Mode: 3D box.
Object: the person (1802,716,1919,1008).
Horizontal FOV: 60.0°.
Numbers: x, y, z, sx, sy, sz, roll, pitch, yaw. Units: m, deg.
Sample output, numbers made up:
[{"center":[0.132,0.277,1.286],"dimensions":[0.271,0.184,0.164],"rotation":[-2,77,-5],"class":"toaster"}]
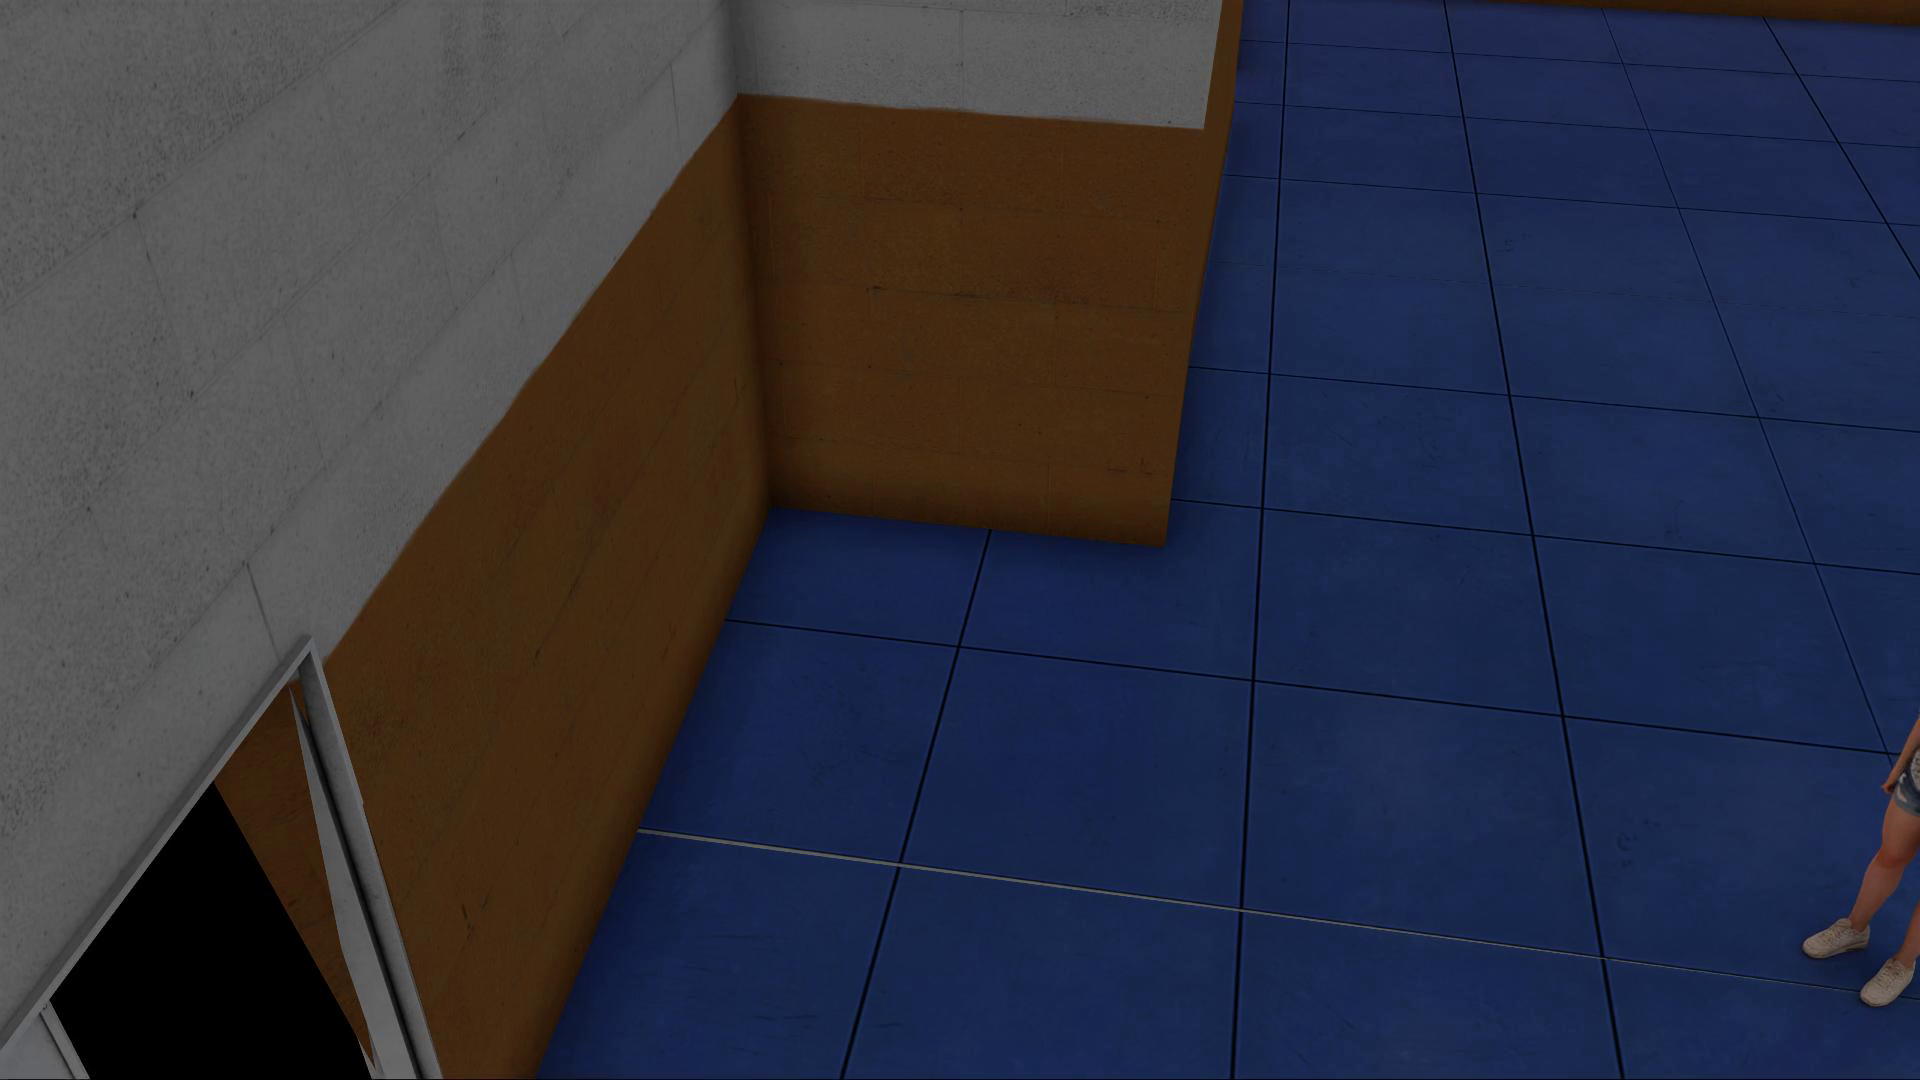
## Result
[{"center":[3.357,0.881,5.613],"dimensions":[0.681,1.759,0.654],"rotation":[-15,39,-19],"class":"person"}]
